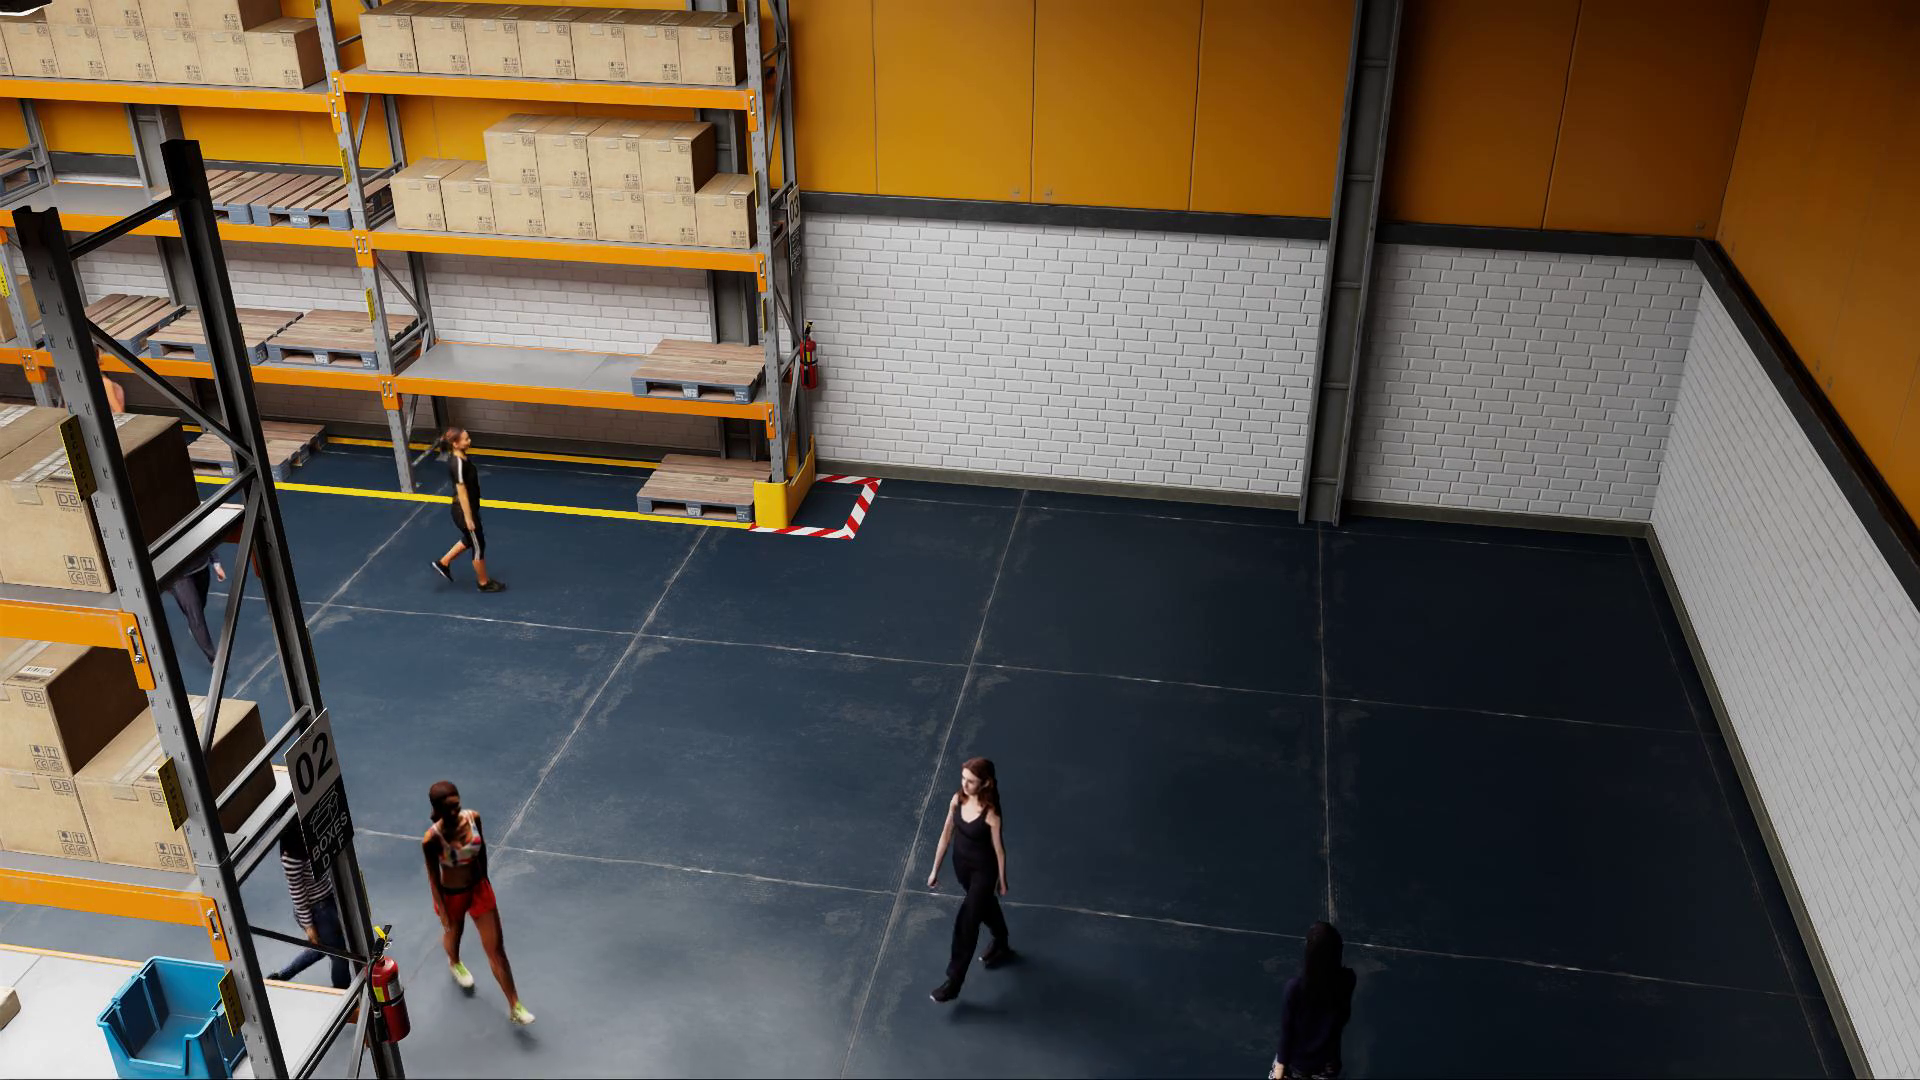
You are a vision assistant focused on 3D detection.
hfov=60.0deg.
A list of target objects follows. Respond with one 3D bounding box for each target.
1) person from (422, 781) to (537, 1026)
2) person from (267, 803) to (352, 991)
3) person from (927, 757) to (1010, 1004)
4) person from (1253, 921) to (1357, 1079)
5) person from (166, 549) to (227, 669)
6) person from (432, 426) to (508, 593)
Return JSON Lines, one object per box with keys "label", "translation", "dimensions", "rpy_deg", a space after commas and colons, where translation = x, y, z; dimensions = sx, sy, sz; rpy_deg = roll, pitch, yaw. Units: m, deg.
{"label": "person", "translation": [-3.178, 2.212, 10.460], "dimensions": [1.029, 1.741, 1.198], "rpy_deg": [-25, 37, -38]}
{"label": "person", "translation": [-4.032, 2.310, 10.247], "dimensions": [0.995, 1.773, 0.771], "rpy_deg": [-3, 29, -6]}
{"label": "person", "translation": [0.174, 2.084, 10.732], "dimensions": [1.072, 1.707, 1.031], "rpy_deg": [25, 37, 37]}
{"label": "person", "translation": [1.986, 2.900, 9.239], "dimensions": [1.024, 1.702, 0.953], "rpy_deg": [-8, 30, -14]}
{"label": "person", "translation": [-6.596, 0.236, 14.138], "dimensions": [1.172, 1.689, 0.965], "rpy_deg": [22, 36, 35]}
{"label": "person", "translation": [-4.549, -0.258, 15.079], "dimensions": [0.952, 1.655, 0.771], "rpy_deg": [-5, 29, -9]}
